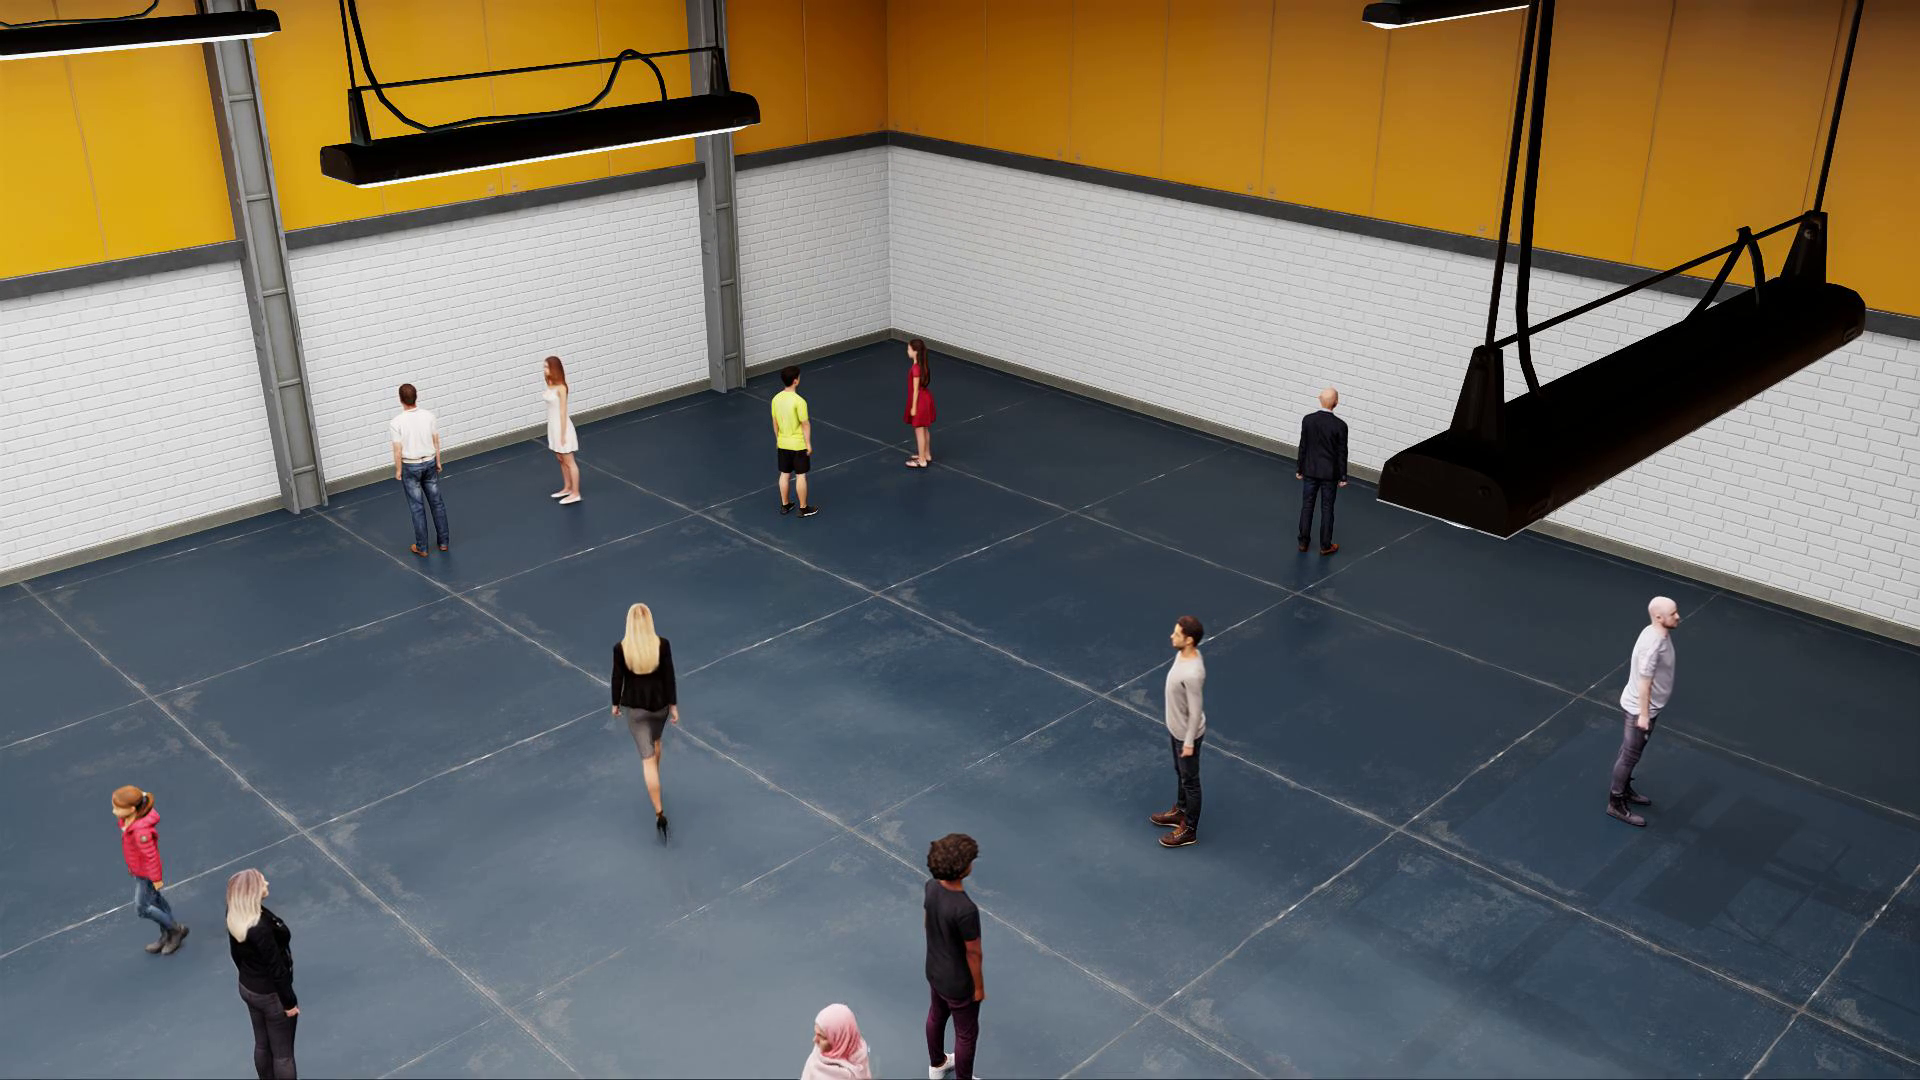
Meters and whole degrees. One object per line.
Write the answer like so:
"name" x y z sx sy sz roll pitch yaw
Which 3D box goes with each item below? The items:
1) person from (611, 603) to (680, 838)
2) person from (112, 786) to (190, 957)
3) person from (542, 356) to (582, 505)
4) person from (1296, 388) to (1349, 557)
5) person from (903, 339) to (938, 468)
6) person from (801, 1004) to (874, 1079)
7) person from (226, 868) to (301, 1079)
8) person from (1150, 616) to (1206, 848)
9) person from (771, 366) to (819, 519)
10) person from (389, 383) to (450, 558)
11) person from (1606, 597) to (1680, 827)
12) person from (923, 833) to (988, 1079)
"person" -2.351 1.384 12.547 1.163 1.789 1.027 -7 25 -16
"person" -5.439 2.209 11.259 0.558 1.308 0.546 -16 28 -33
"person" -4.477 -1.256 18.685 0.571 1.709 0.590 -16 28 -32
"person" 3.769 -0.723 17.355 0.748 1.798 0.665 13 27 27
"person" -0.470 -1.640 19.762 0.734 1.551 0.674 5 24 11
"person" -0.575 3.122 8.556 0.672 1.802 0.701 -13 27 -27
"person" -4.073 2.661 9.755 0.636 1.685 0.562 18 29 35
"person" 1.683 1.411 12.390 0.777 1.865 0.740 -2 24 -5
"person" -1.842 -1.087 18.302 0.674 1.708 0.618 13 27 28
"person" -5.629 -0.744 17.331 0.529 1.856 0.733 -19 30 -36
"person" 5.238 1.265 12.766 0.774 1.831 0.615 14 27 29
"person" -0.039 2.535 9.921 0.607 1.784 0.657 -17 29 -33
